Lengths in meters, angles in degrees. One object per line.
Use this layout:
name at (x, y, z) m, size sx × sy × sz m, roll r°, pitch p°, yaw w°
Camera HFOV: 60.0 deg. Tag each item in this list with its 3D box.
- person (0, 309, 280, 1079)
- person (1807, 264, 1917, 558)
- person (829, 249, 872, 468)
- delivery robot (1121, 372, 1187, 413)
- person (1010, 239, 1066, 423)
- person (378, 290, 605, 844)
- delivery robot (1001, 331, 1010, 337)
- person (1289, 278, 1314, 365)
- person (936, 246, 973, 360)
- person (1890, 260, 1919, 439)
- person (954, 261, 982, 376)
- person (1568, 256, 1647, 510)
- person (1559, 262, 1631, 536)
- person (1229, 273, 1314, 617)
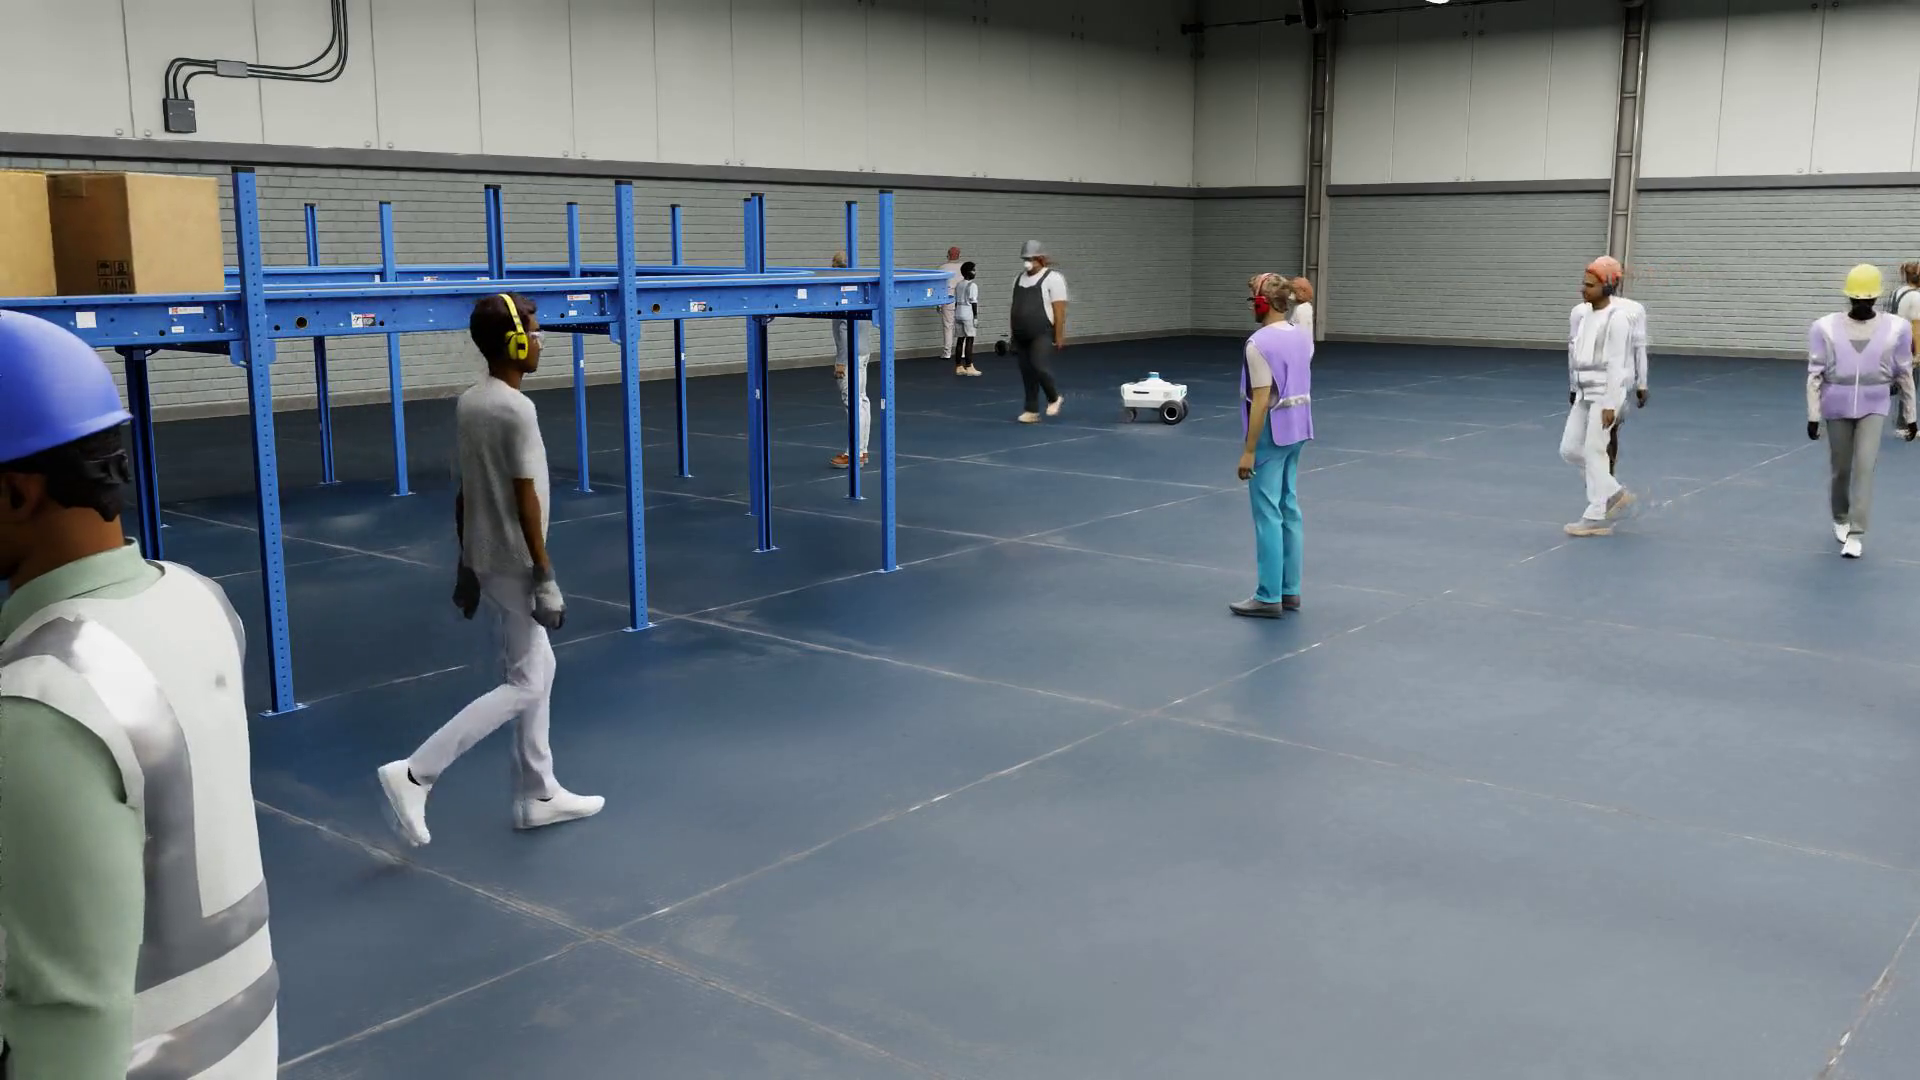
person at (-1.051, 0.688, 2.067) m, size 0.401 × 1.938 × 0.603 m, roll -2°, pitch 10°, yaw -11°
person at (5.891, -0.860, 10.873) m, size 0.659 × 1.875 × 0.937 m, roll 6°, pitch 12°, yaw 29°
person at (-0.985, -1.623, 14.876) m, size 0.373 × 1.939 × 0.628 m, roll 2°, pitch 10°, yaw 10°
delivery robot at (2.167, -1.631, 18.599) m, size 0.707 × 0.478 × 0.477 m, roll 2°, pitch 10°, yaw 14°
person at (0.807, -2.295, 18.434) m, size 0.708 × 2.000 × 0.539 m, roll 9°, pitch 14°, yaw 42°
person at (-1.580, 0.103, 5.544) m, size 0.728 × 1.856 × 0.508 m, roll -7°, pitch 12°, yaw -33°
delivery robot at (1.044, -3.679, 29.239) m, size 0.698 × 0.223 × 0.335 m, roll 9°, pitch 13°, yaw 39°
person at (3.554, -1.911, 17.352) m, size 0.297 × 1.628 × 0.532 m, roll 4°, pitch 11°, yaw 19°
person at (-0.101, -4.034, 28.307) m, size 0.643 × 1.913 × 0.408 m, roll -3°, pitch 11°, yaw -16°
person at (9.614, -1.952, 17.034) m, size 0.631 × 1.821 × 0.521 m, roll 1°, pitch 10°, yaw 4°
person at (0.098, -3.311, 24.889) m, size 0.322 × 1.699 × 0.536 m, roll -7°, pitch 12°, yaw -33°
person at (4.909, -1.211, 12.721) m, size 0.542 × 1.888 × 0.867 m, roll 0°, pitch 10°, yaw 0°
person at (4.413, -0.967, 11.450) m, size 0.472 × 1.871 × 0.583 m, roll -2°, pitch 10°, yaw -9°
person at (1.703, -0.512, 8.985) m, size 0.375 × 1.840 × 0.570 m, roll 8°, pitch 13°, yaw 37°
